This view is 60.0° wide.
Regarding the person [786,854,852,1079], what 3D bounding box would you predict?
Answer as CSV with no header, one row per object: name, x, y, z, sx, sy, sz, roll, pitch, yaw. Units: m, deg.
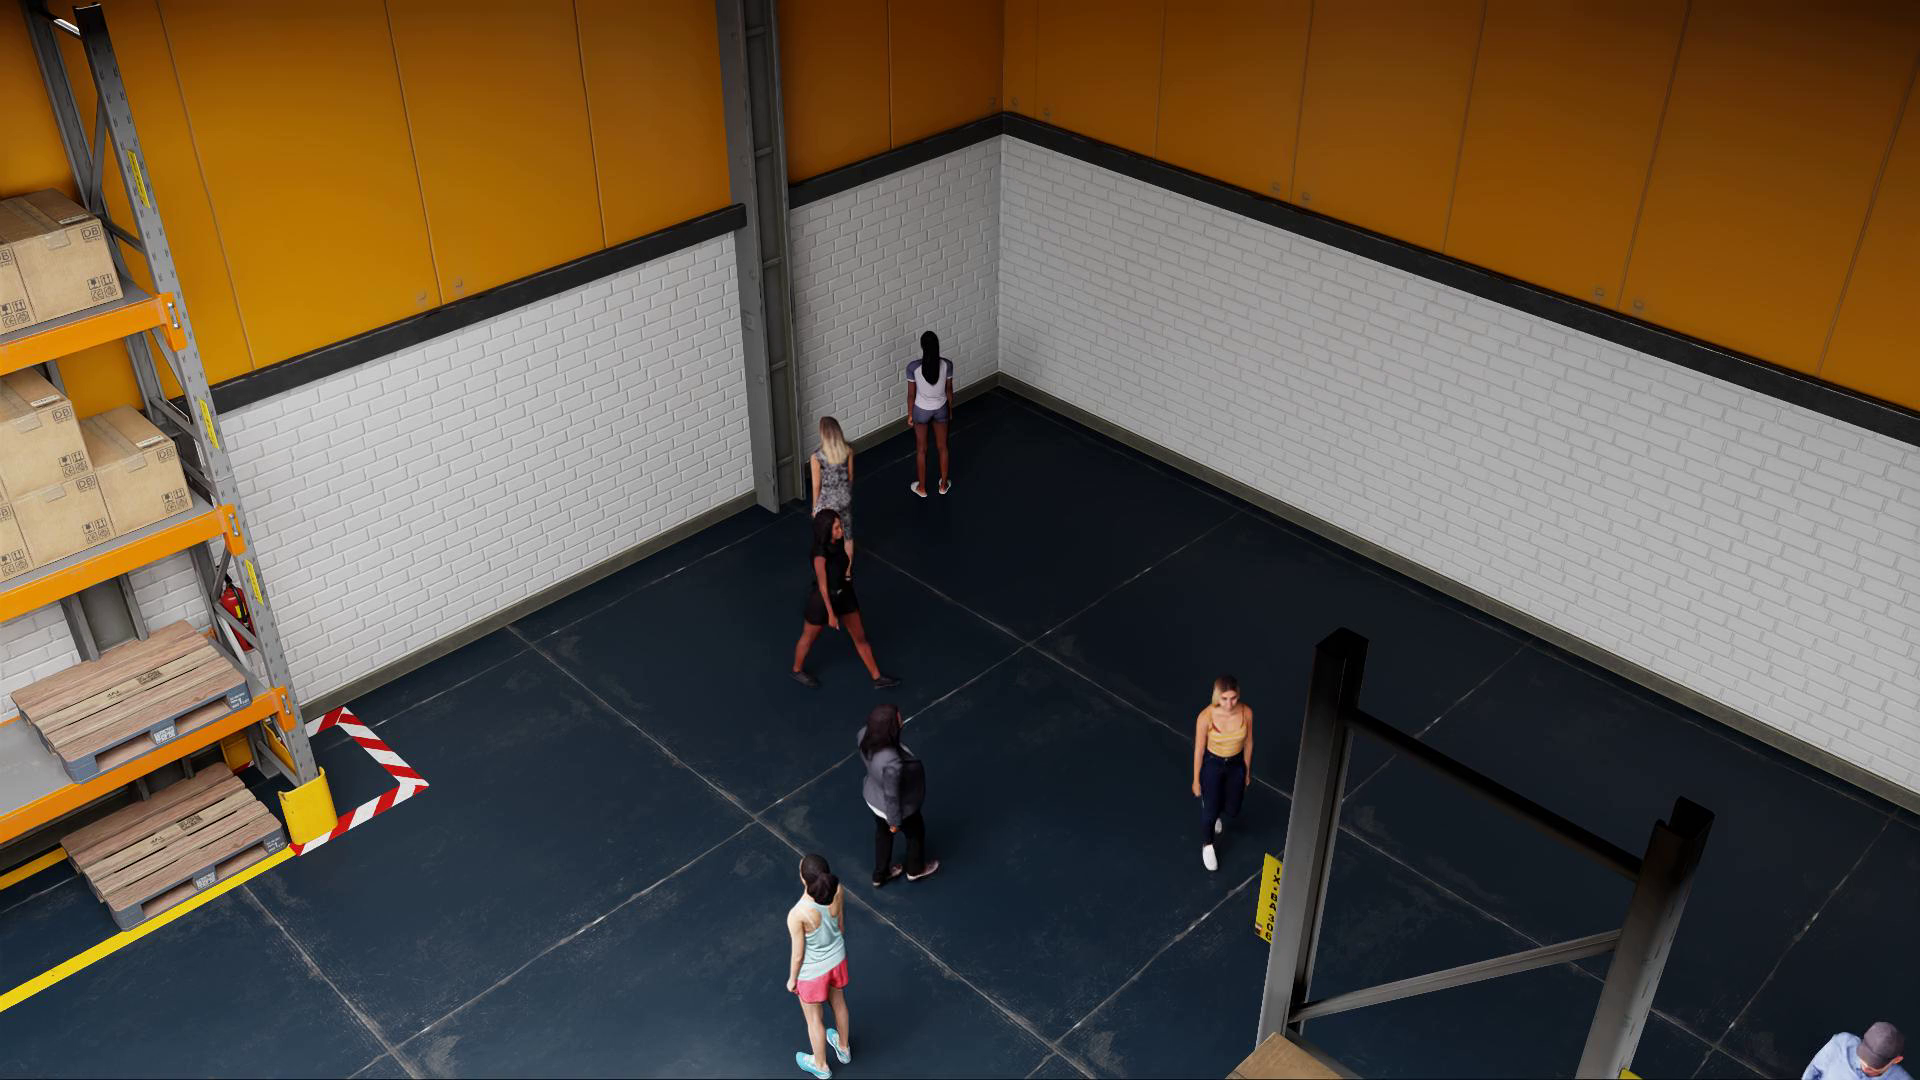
person,-0.852,2.561,10.040,0.486,1.764,0.647,-29,43,-36

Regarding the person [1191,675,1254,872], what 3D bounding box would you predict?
person,1.811,1.562,11.676,0.797,1.616,0.842,-5,34,-8

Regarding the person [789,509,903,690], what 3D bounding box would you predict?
person,-1.114,0.506,13.204,0.987,1.685,1.195,13,36,18

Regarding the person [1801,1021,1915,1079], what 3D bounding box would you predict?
person,4.810,3.152,9.078,0.928,1.844,0.686,-25,41,-33

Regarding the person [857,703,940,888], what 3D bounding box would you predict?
person,-0.527,1.788,11.367,0.788,1.582,0.747,-21,39,-28

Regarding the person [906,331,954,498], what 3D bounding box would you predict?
person,-0.281,-1.198,15.734,0.666,1.722,0.762,-8,34,-12

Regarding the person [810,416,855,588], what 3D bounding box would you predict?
person,-1.078,-0.304,14.406,0.534,1.702,0.680,-19,38,-26
